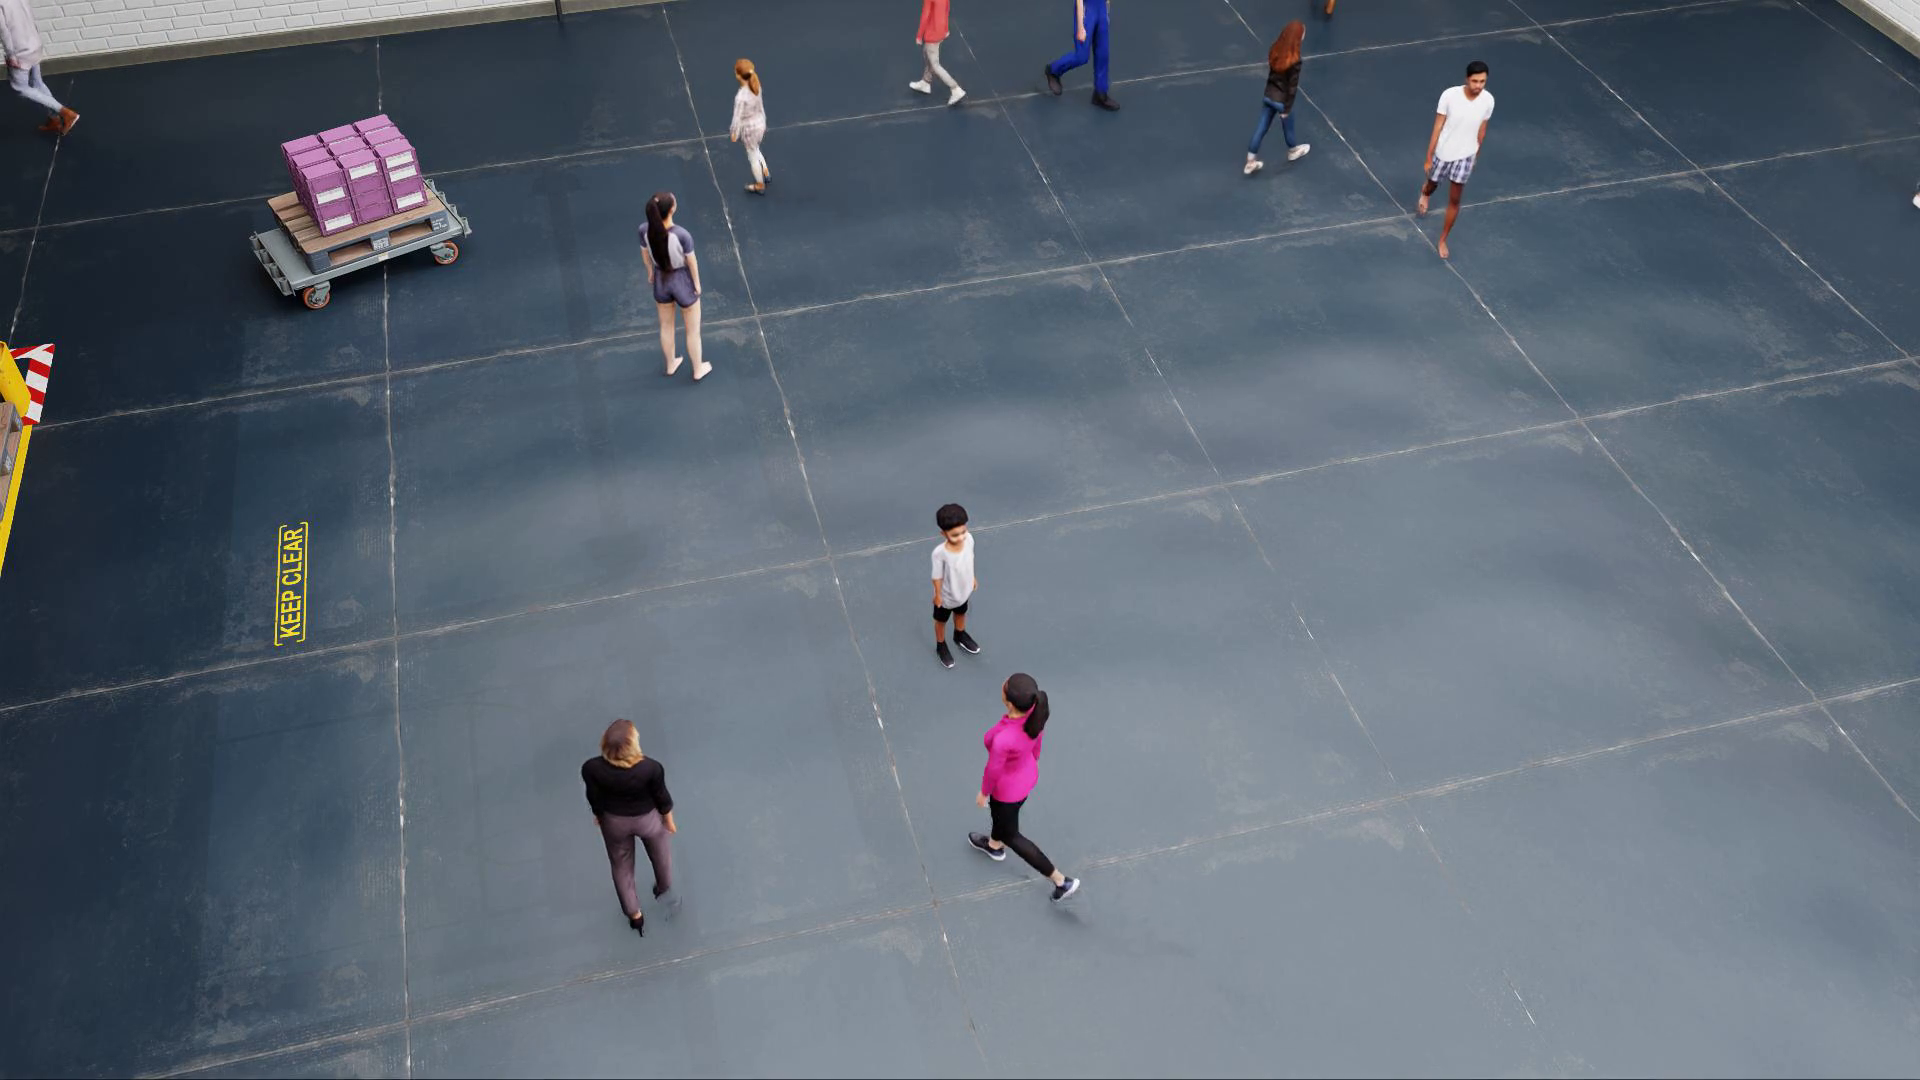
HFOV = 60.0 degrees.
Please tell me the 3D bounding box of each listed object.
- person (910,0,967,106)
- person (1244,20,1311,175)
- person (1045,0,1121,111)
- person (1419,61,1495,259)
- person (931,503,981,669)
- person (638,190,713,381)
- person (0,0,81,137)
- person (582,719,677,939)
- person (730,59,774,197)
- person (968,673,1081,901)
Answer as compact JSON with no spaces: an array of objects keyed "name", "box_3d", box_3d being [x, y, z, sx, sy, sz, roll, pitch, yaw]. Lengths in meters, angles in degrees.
[{"name":"person","box_3d":[-0.194,-4.881,16.062,0.925,1.402,0.886,19,47,19]},{"name":"person","box_3d":[2.836,-3.980,15.089,0.883,1.441,0.971,-31,52,-28]},{"name":"person","box_3d":[1.191,-5.032,15.907,1.128,1.835,0.987,31,52,28]},{"name":"person","box_3d":[4.203,-3.342,14.224,0.898,1.710,1.138,5,44,5]},{"name":"person","box_3d":[-0.044,0.267,10.761,0.557,1.262,0.589,-27,50,-25]},{"name":"person","box_3d":[-2.203,-1.958,12.815,0.671,1.650,0.679,11,45,12]},{"name":"person","box_3d":[-8.628,-4.568,15.431,0.869,1.820,0.800,2,44,3]},{"name":"person","box_3d":[-1.782,1.569,9.103,0.676,1.664,0.733,-5,44,-6]},{"name":"person","box_3d":[-1.803,-3.666,14.861,0.686,1.302,0.613,18,46,18]},{"name":"person","box_3d":[0.362,1.403,9.268,1.067,1.676,1.003,23,48,22]}]
